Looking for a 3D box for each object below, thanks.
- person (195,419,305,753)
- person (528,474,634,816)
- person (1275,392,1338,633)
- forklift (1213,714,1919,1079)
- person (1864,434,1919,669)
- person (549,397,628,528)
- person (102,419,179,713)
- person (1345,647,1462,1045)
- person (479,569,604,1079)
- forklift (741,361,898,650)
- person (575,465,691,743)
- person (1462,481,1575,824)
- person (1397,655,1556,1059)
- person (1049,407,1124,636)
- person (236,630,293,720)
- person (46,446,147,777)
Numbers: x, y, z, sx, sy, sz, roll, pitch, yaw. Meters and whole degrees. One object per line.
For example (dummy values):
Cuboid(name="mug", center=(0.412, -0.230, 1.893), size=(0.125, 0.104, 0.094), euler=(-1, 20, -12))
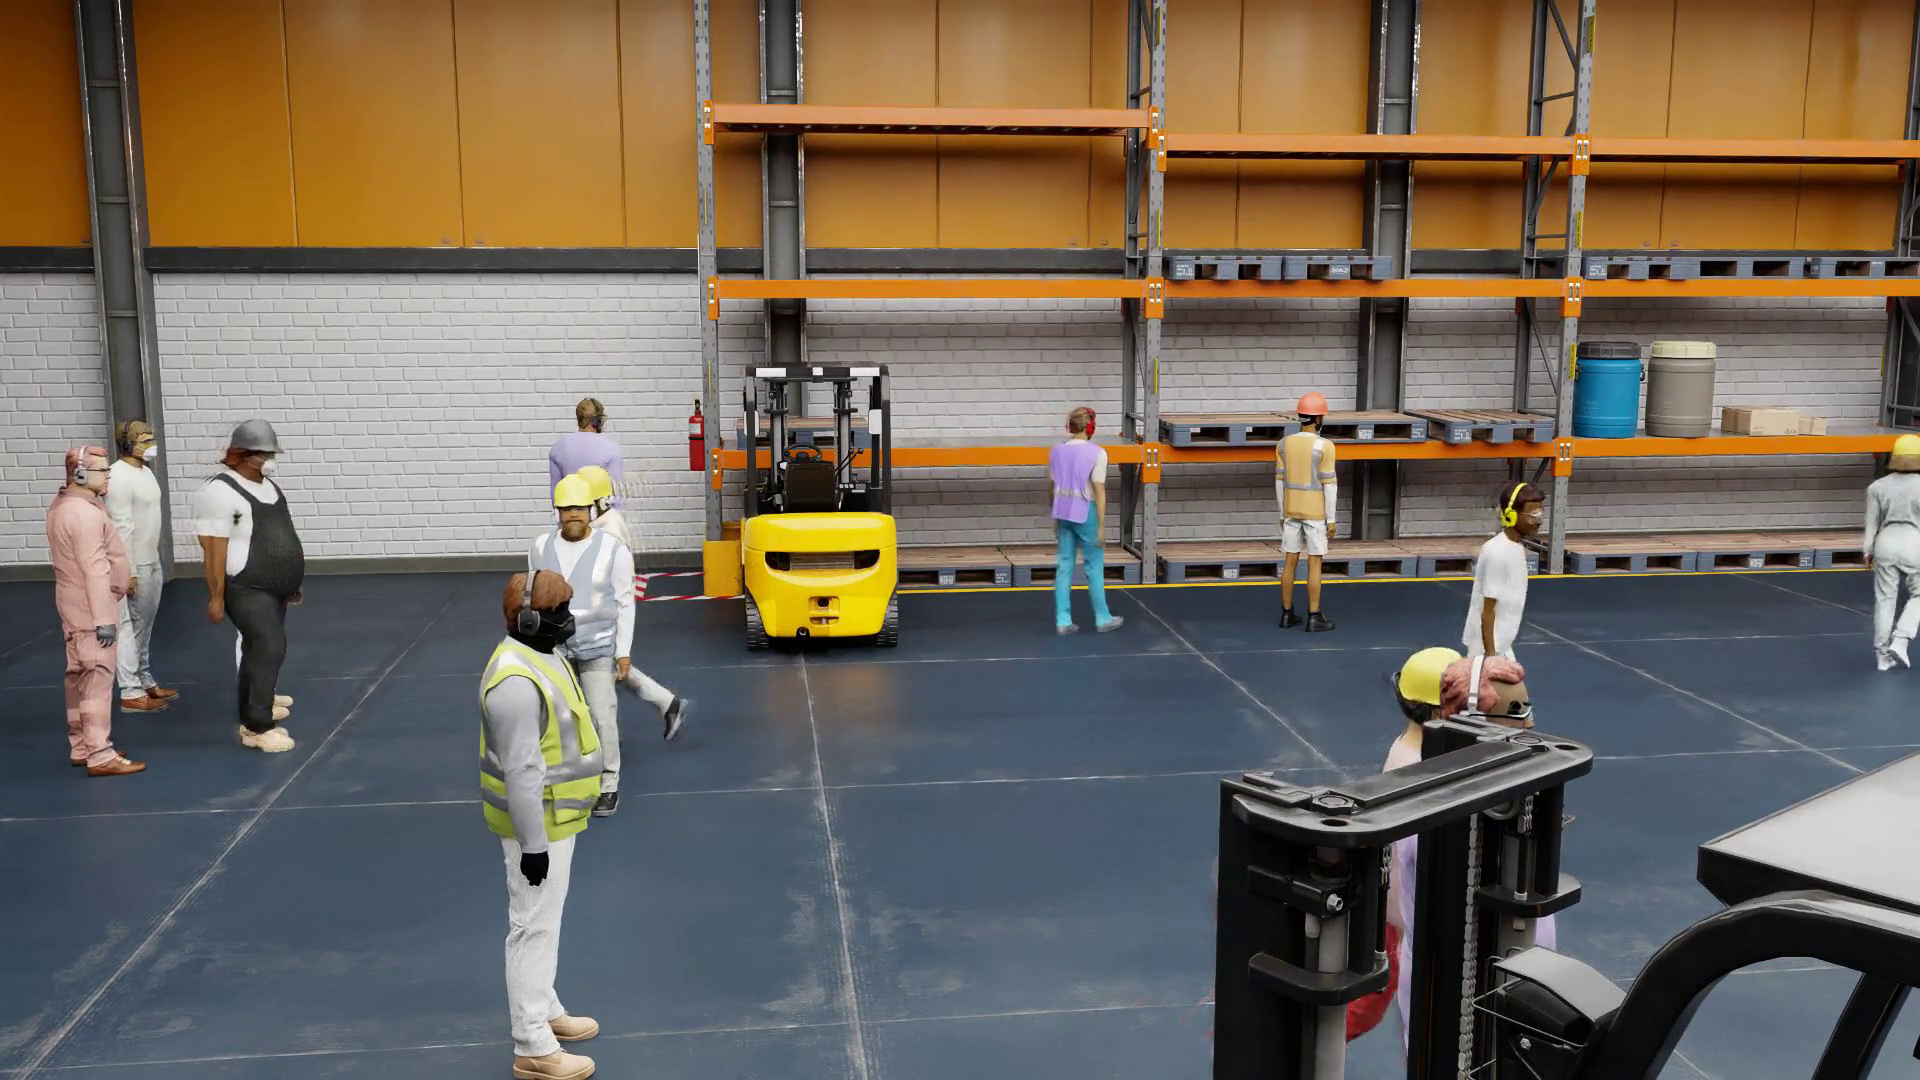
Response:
Cuboid(name="person", center=(-4.239, 0.254, 10.134), size=(0.585, 2.000, 0.700), euler=(1, 9, 4))
Cuboid(name="person", center=(-2.039, 0.560, 8.857), size=(0.600, 1.836, 0.404), euler=(1, 9, 8))
Cuboid(name="person", center=(2.810, -0.223, 13.434), size=(0.547, 1.938, 0.359), euler=(9, 13, 44))
Cuboid(name="forklift", center=(1.441, 1.425, 2.350), size=(1.214, 2.155, 2.313), euler=(-7, 12, -39))
Cuboid(name="person", center=(6.844, 0.093, 12.093), size=(0.368, 1.728, 0.498), euler=(-9, 13, -43))
Cuboid(name="person", center=(-2.853, -0.131, 12.864), size=(0.635, 1.936, 0.351), euler=(3, 10, 18))
Cuboid(name="person", center=(-5.438, 0.166, 11.001), size=(0.356, 1.938, 0.633), euler=(-2, 9, -11))
Cuboid(name="person", center=(1.388, 1.174, 5.396), size=(0.896, 1.728, 0.523), euler=(3, 10, 20))
Cuboid(name="person", center=(-1.503, 1.012, 6.026), size=(0.429, 1.842, 0.635), euler=(-1, 9, -8))
Cuboid(name="forklift", center=(-1.154, -0.340, 13.365), size=(1.214, 2.155, 2.313), euler=(-1, 9, -7))
Cuboid(name="person", center=(-2.035, 0.426, 9.876), size=(0.769, 1.784, 0.589), euler=(-2, 9, -11))
Cuboid(name="person", center=(2.788, 0.574, 8.871), size=(0.952, 1.818, 0.583), euler=(6, 11, 33))
Cuboid(name="person", center=(1.352, 1.238, 4.413), size=(0.409, 1.909, 0.642), euler=(3, 9, 16))
Cuboid(name="person", center=(0.983, -0.150, 13.330), size=(0.589, 1.839, 0.560), euler=(8, 12, 41))
Cuboid(name="person", center=(-4.581, 0.240, 10.841), size=(0.429, 1.842, 0.637), euler=(-3, 9, -16))
Cuboid(name="person", center=(-4.997, 0.405, 9.620), size=(0.400, 1.905, 0.644), euler=(-8, 12, -40))
